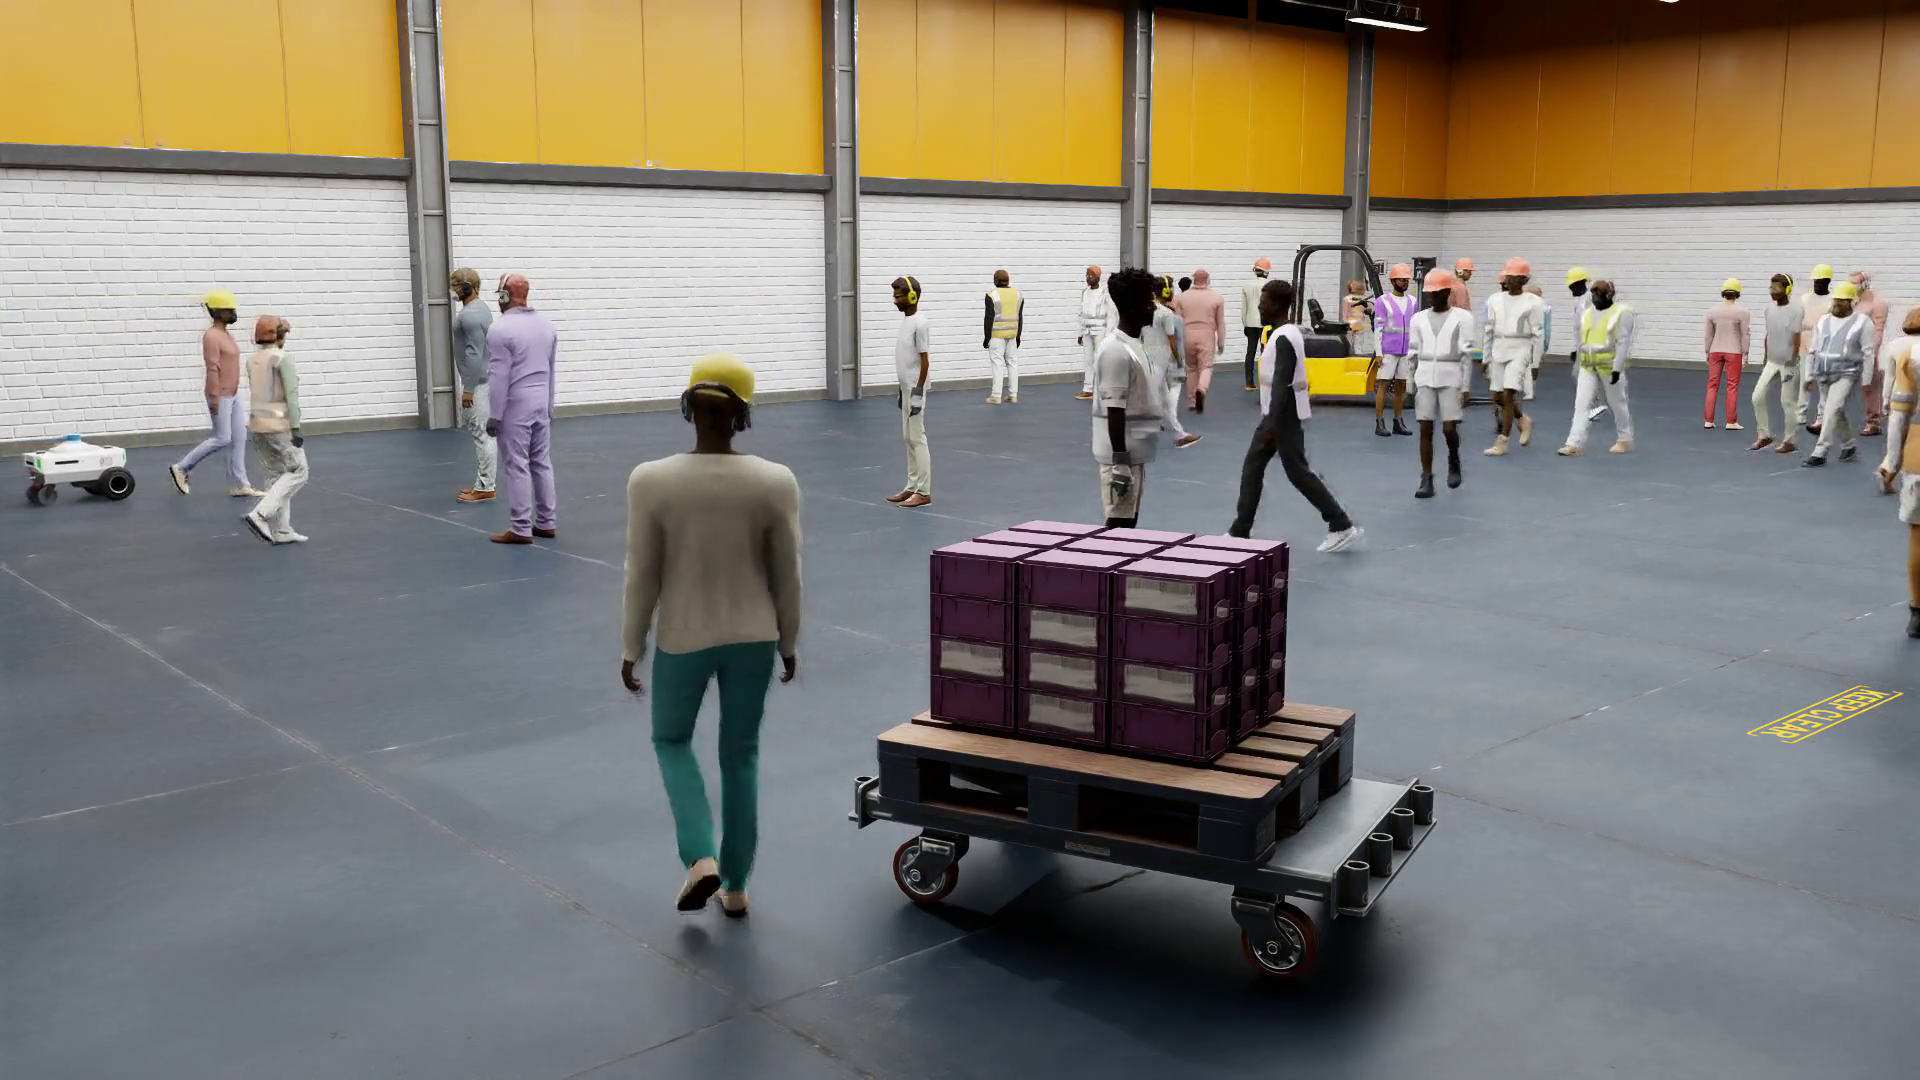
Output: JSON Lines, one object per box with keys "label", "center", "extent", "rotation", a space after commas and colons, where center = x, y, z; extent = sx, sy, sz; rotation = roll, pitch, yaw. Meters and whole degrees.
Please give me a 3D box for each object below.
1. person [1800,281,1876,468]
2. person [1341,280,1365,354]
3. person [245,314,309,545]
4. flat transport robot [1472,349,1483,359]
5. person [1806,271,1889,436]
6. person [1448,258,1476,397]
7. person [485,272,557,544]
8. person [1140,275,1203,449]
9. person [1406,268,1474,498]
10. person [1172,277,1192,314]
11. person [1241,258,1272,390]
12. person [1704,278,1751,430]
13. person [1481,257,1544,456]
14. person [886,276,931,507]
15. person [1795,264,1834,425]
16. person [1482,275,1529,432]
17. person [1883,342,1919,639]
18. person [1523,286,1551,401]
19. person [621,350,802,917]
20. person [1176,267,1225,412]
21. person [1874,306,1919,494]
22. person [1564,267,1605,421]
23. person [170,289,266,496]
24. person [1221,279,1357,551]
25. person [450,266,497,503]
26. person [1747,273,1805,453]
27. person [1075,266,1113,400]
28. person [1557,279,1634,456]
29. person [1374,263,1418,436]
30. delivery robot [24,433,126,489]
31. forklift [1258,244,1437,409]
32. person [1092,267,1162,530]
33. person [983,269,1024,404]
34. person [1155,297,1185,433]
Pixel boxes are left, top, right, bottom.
{"label": "person", "center": [8.513, -1.608, 16.104], "extent": [0.947, 1.789, 0.602], "rotation": [-5, 11, -27]}
{"label": "person", "center": [6.513, -3.535, 27.867], "extent": [0.537, 1.616, 0.627], "rotation": [-5, 11, -28]}
{"label": "person", "center": [-4.792, -0.756, 11.582], "extent": [0.566, 1.618, 0.452], "rotation": [7, 12, 36]}
{"label": "flat transport robot", "center": [10.170, -3.573, 32.031], "extent": [1.431, 0.197, 0.652], "rotation": [3, 10, 20]}
{"label": "person", "center": [10.021, -2.074, 18.636], "extent": [0.962, 1.853, 0.653], "rotation": [-5, 11, -28]}
{"label": "person", "center": [7.219, -3.075, 24.085], "extent": [0.392, 1.991, 0.613], "rotation": [0, 10, 2]}
{"label": "person", "center": [-3.118, -0.925, 11.748], "extent": [0.403, 1.906, 0.649], "rotation": [4, 11, 24]}
{"label": "person", "center": [2.123, -1.807, 17.160], "extent": [0.992, 1.813, 0.529], "rotation": [-4, 10, -21]}
{"label": "person", "center": [4.030, -1.317, 13.982], "extent": [0.570, 1.925, 0.556], "rotation": [6, 12, 33]}
{"label": "person", "center": [3.616, -3.397, 26.864], "extent": [0.529, 1.689, 0.321], "rotation": [4, 10, 22]}
{"label": "person", "center": [4.526, -3.243, 25.054], "extent": [0.611, 1.996, 0.379], "rotation": [9, 13, 41]}
{"label": "person", "center": [8.951, -2.165, 19.411], "extent": [0.300, 1.772, 0.528], "rotation": [-8, 13, -41]}
{"label": "person", "center": [5.673, -1.877, 16.995], "extent": [0.850, 2.023, 0.617], "rotation": [-7, 12, -37]}
{"label": "person", "center": [-0.404, -1.194, 13.452], "extent": [0.327, 1.865, 0.521], "rotation": [-3, 10, -17]}
{"label": "person", "center": [10.196, -2.305, 19.766], "extent": [0.384, 1.928, 0.589], "rotation": [-7, 12, -35]}
{"label": "person", "center": [6.310, -2.182, 19.198], "extent": [0.541, 1.896, 0.898], "rotation": [2, 10, 12]}
{"label": "person", "center": [5.155, -0.406, 8.700], "extent": [0.577, 1.910, 0.472], "rotation": [4, 11, 24]}
{"label": "person", "center": [8.041, -2.780, 23.508], "extent": [0.529, 1.595, 0.842], "rotation": [1, 10, 4]}
{"label": "person", "center": [-0.751, 0.303, 5.038], "extent": [0.561, 1.737, 0.378], "rotation": [-3, 10, -17]}
{"label": "person", "center": [3.099, -2.585, 21.565], "extent": [0.653, 1.884, 0.792], "rotation": [3, 10, 18]}
{"label": "person", "center": [8.093, -1.194, 14.204], "extent": [0.757, 1.605, 0.504], "rotation": [-4, 11, -23]}
{"label": "person", "center": [7.620, -2.381, 20.347], "extent": [0.515, 1.877, 0.646], "rotation": [1, 10, 7]}
{"label": "person", "center": [-6.214, -1.205, 13.853], "extent": [0.647, 1.754, 0.533], "rotation": [-1, 10, -6]}
{"label": "person", "center": [2.256, -0.849, 11.418], "extent": [0.999, 1.878, 0.601], "rotation": [1, 10, 6]}
{"label": "person", "center": [-4.000, -1.272, 13.689], "extent": [0.373, 1.940, 0.628], "rotation": [-2, 10, -10]}
{"label": "person", "center": [8.377, -1.792, 17.012], "extent": [0.600, 1.848, 0.524], "rotation": [-4, 11, -24]}
{"label": "person", "center": [1.887, -2.900, 23.374], "extent": [0.337, 1.882, 0.584], "rotation": [-9, 13, -44]}
{"label": "person", "center": [6.543, -1.743, 16.908], "extent": [0.967, 1.798, 0.623], "rotation": [-7, 12, -34]}
{"label": "person", "center": [4.919, -2.137, 18.741], "extent": [0.546, 1.942, 0.352], "rotation": [-4, 10, -20]}
{"label": "delivery robot", "center": [-7.307, -0.637, 13.741], "extent": [0.477, 0.478, 0.707], "rotation": [9, 13, 43]}
{"label": "forklift", "center": [5.256, -2.933, 22.661], "extent": [2.313, 2.155, 1.214], "rotation": [3, 10, 16]}
{"label": "person", "center": [0.896, -0.460, 8.858], "extent": [0.379, 1.967, 0.636], "rotation": [2, 10, 13]}
{"label": "person", "center": [0.574, -2.795, 22.893], "extent": [0.634, 1.839, 0.429], "rotation": [-6, 12, -33]}
{"label": "person", "center": [2.342, -2.046, 19.106], "extent": [0.533, 1.619, 0.410], "rotation": [4, 10, 22]}
